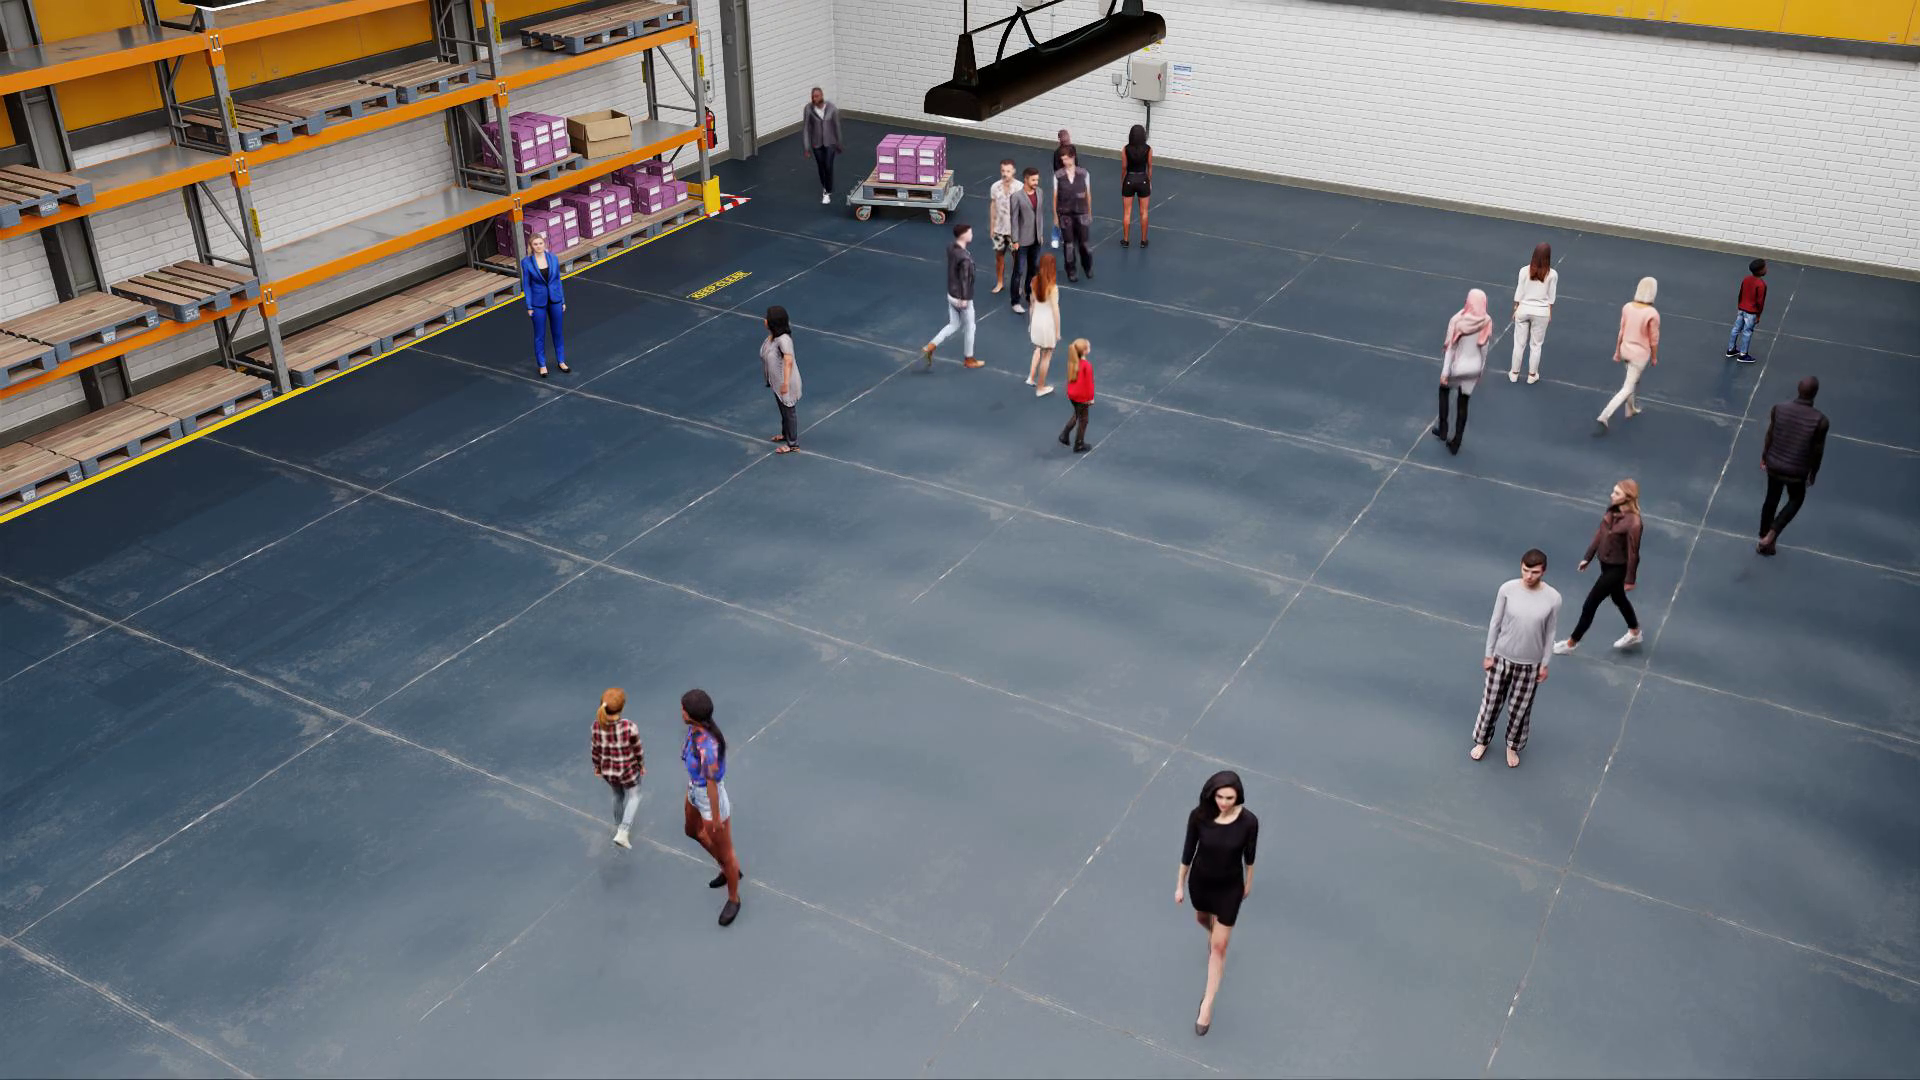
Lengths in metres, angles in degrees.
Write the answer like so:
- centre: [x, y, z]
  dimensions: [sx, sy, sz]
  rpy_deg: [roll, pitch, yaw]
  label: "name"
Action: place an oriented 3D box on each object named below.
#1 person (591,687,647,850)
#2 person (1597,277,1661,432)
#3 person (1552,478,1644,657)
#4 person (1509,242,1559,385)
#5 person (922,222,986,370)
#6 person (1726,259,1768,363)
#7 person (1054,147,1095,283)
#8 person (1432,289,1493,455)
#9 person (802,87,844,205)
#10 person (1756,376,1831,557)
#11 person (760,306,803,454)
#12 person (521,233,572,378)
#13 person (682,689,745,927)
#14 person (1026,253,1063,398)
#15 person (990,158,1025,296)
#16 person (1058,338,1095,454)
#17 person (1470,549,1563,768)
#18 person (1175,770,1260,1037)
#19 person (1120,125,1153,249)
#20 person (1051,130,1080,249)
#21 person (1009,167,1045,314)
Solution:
- centre: [-2.428, 1.651, 11.812]
  dimensions: [0.662, 1.292, 0.784]
  rpy_deg: [4, 29, 7]
  label: "person"
- centre: [7.288, -1.990, 18.071]
  dimensions: [1.192, 1.689, 0.959]
  rpy_deg: [-16, 32, -27]
  label: "person"
- centre: [5.578, 0.245, 14.003]
  dimensions: [1.082, 1.661, 1.131]
  rpy_deg: [-3, 29, -5]
  label: "person"
- centre: [6.637, -2.633, 19.251]
  dimensions: [0.627, 1.688, 0.582]
  rpy_deg: [11, 30, 19]
  label: "person"
- centre: [-0.070, -2.834, 19.487]
  dimensions: [1.126, 1.815, 0.982]
  rpy_deg: [-13, 31, -23]
  label: "person"
- centre: [9.467, -2.770, 19.954]
  dimensions: [0.637, 1.256, 0.584]
  rpy_deg: [-9, 30, -16]
  label: "person"
- centre: [1.489, -4.373, 22.300]
  dimensions: [0.817, 1.823, 0.784]
  rpy_deg: [-5, 29, -9]
  label: "person"
- centre: [5.325, -1.746, 17.522]
  dimensions: [0.850, 1.788, 0.920]
  rpy_deg: [-2, 29, -3]
  label: "person"
- centre: [-2.060, -6.059, 25.446]
  dimensions: [1.026, 1.772, 1.192]
  rpy_deg: [-1, 29, -1]
  label: "person"
- centre: [7.656, -0.652, 15.477]
  dimensions: [0.896, 1.825, 0.821]
  rpy_deg: [-23, 36, -36]
  label: "person"
- centre: [-1.876, -1.731, 17.681]
  dimensions: [0.830, 1.609, 0.769]
  rpy_deg: [-7, 29, -13]
  label: "person"
- centre: [-4.861, -2.767, 19.485]
  dimensions: [0.651, 1.701, 0.770]
  rpy_deg: [-17, 33, -28]
  label: "person"
- centre: [-1.650, 1.728, 11.206]
  dimensions: [0.827, 1.738, 0.799]
  rpy_deg: [-17, 33, -29]
  label: "person"
- centre: [0.888, -2.403, 18.821]
  dimensions: [0.715, 1.697, 0.663]
  rpy_deg: [-25, 37, -38]
  label: "person"
- centre: [0.649, -4.137, 21.882]
  dimensions: [0.722, 1.810, 0.652]
  rpy_deg: [8, 30, 14]
  label: "person"
- centre: [1.224, -1.516, 17.638]
  dimensions: [0.683, 1.272, 0.612]
  rpy_deg: [-17, 33, -28]
  label: "person"
- centre: [4.240, 0.881, 12.644]
  dimensions: [0.656, 1.847, 0.582]
  rpy_deg: [11, 30, 19]
  label: "person"
- centre: [1.608, 2.139, 10.424]
  dimensions: [0.777, 1.763, 1.185]
  rpy_deg: [9, 30, 16]
  label: "person"
- centre: [2.494, -5.013, 23.558]
  dimensions: [0.680, 1.743, 0.675]
  rpy_deg: [2, 29, 3]
  label: "person"
- centre: [1.497, -5.029, 23.616]
  dimensions: [0.834, 1.715, 0.521]
  rpy_deg: [11, 31, 20]
  label: "person"
- centre: [0.862, -3.863, 21.313]
  dimensions: [0.676, 1.874, 0.823]
  rpy_deg: [-21, 35, -33]
  label: "person"
